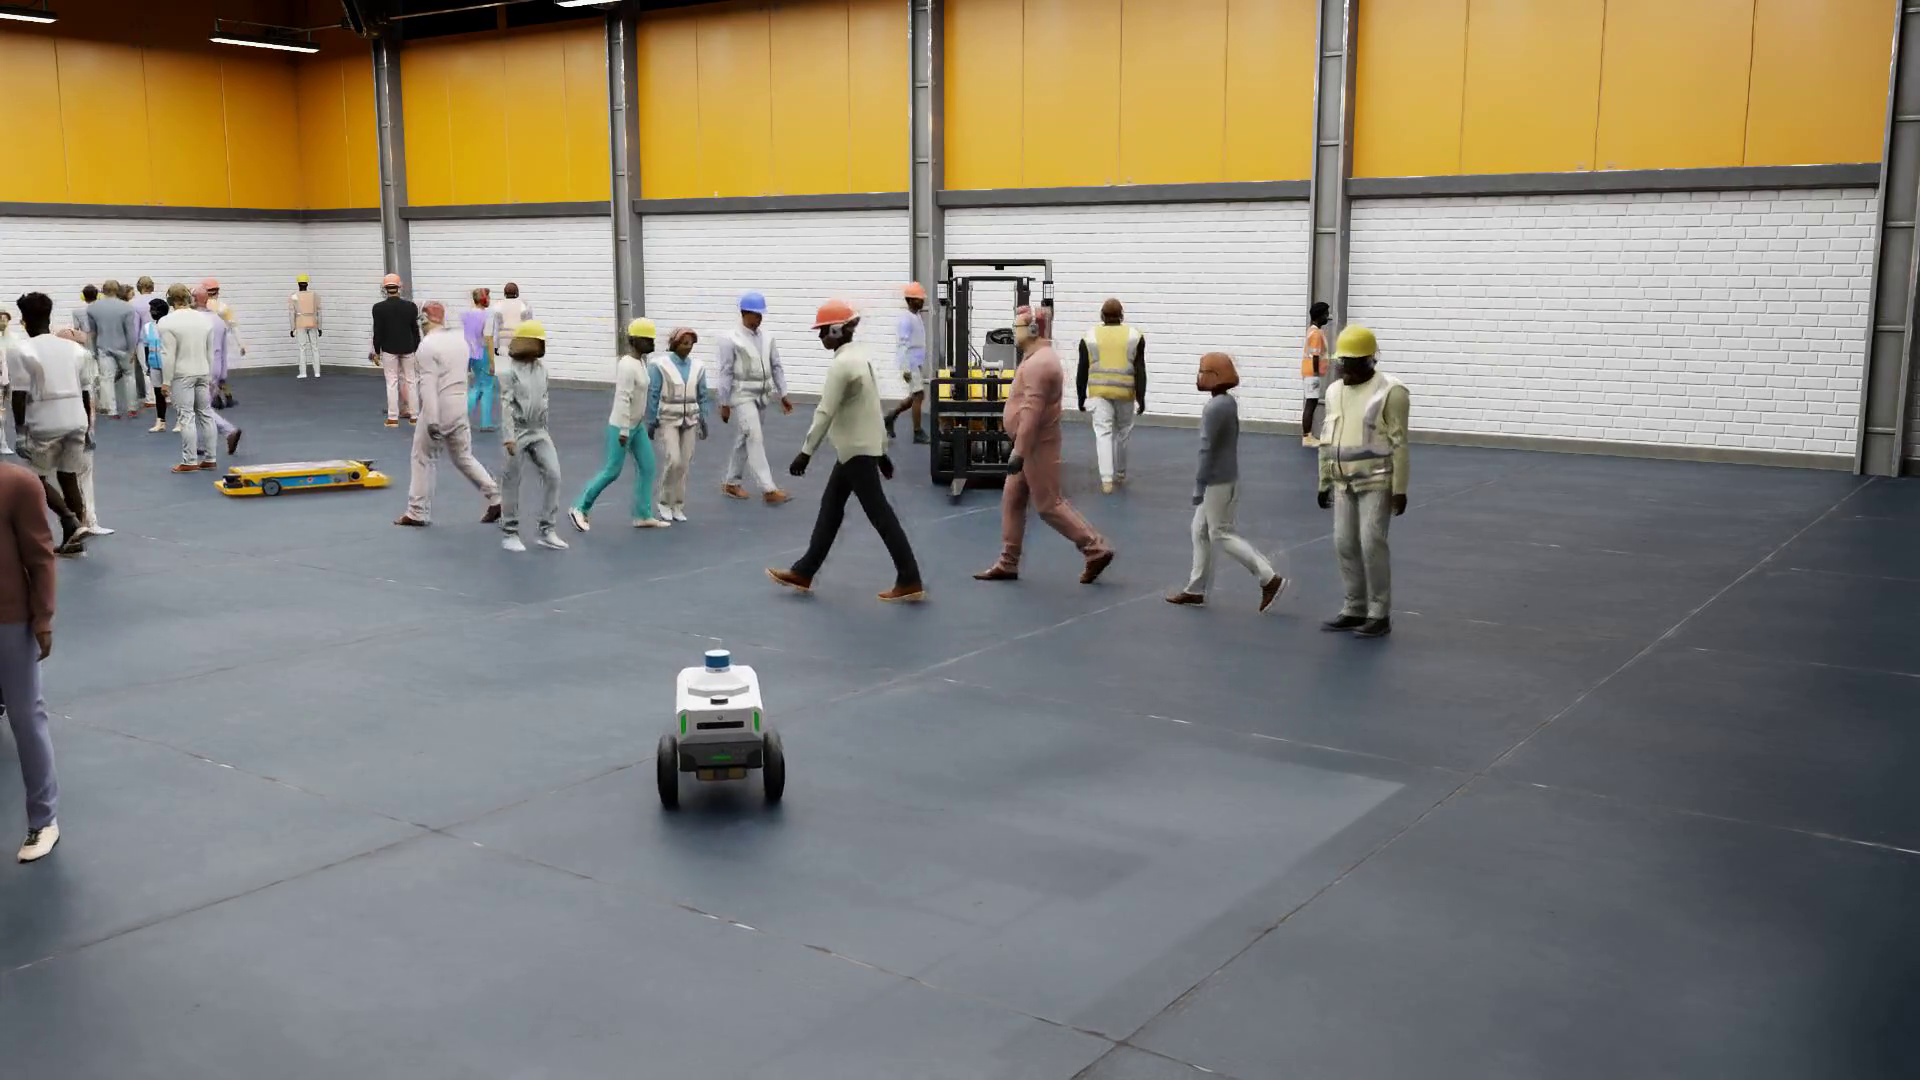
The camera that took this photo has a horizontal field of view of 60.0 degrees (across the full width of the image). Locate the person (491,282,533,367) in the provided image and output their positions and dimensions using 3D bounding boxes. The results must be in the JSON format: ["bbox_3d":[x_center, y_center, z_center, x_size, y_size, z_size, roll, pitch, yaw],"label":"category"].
[{"bbox_3d":[-6.615,-2.891,24.674,0.619,1.845,0.430,-2,10,-11],"label":"person"}]

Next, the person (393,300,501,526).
[{"bbox_3d":[-4.164,-1.036,13.623,0.871,1.853,0.653,3,10,16],"label":"person"}]

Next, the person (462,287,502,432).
[{"bbox_3d":[-6.068,-2.262,20.935,0.580,1.836,0.489,7,12,37],"label":"person"}]

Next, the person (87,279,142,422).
[{"bbox_3d":[-11.450,-2.574,22.587,0.632,1.905,0.853,-2,10,-11],"label":"person"}]

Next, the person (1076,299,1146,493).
[{"bbox_3d":[1.429,-1.374,15.773,0.651,1.790,0.952,1,10,5],"label":"person"}]

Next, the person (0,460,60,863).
[{"bbox_3d":[-3.508,0.293,5.941,0.533,1.765,0.330,0,10,1],"label":"person"}]

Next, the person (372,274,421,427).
[{"bbox_3d":[-7.356,-2.470,21.716,0.612,1.991,0.392,-7,12,-35],"label":"person"}]

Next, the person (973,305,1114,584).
[{"bbox_3d":[0.569,-0.624,11.093,0.868,1.876,0.637,0,10,-3],"label":"person"}]

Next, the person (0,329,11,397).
[{"bbox_3d":[-10.122,-1.642,17.146,0.412,1.870,0.604,6,11,32],"label":"person"}]

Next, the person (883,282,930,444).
[{"bbox_3d":[-0.616,-2.087,19.666,0.664,1.917,0.554,3,10,15],"label":"person"}]

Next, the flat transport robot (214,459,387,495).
[{"bbox_3d":[-6.225,-0.601,15.702,1.431,0.197,0.652,-6,11,-32],"label":"flat transport robot"}]

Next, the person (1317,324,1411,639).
[{"bbox_3d":[2.289,-0.334,9.571,0.438,1.809,0.624,-6,11,-31],"label":"person"}]

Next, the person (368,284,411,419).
[{"bbox_3d":[-7.832,-2.600,22.877,0.874,1.864,0.640,3,10,19],"label":"person"}]

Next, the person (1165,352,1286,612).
[{"bbox_3d":[1.651,-0.354,10.246,0.720,1.610,0.499,3,10,20],"label":"person"}]

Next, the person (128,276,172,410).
[{"bbox_3d":[-11.785,-2.864,24.221,0.366,1.938,0.631,6,11,34],"label":"person"}]

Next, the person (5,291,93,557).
[{"bbox_3d":[-6.543,-0.813,12.000,0.537,1.940,0.669,4,11,25],"label":"person"}]

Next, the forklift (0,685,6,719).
[{"bbox_3d":[-5.296,-0.090,6.943,1.214,2.155,2.313,7,12,35],"label":"forklift"}]

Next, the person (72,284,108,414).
[{"bbox_3d":[-12.086,-2.648,23.225,0.526,1.851,0.669,-5,11,-29],"label":"person"}]

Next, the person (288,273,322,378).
[{"bbox_3d":[-12.057,-3.937,30.646,0.588,1.927,0.371,-7,12,-36],"label":"person"}]

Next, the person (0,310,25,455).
[{"bbox_3d":[-10.544,-1.738,18.442,0.648,1.613,0.547,6,11,32],"label":"person"}]

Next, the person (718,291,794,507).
[{"bbox_3d":[-1.830,-1.258,14.812,0.980,1.894,0.600,7,12,35],"label":"person"}]

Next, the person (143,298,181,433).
[{"bbox_3d":[-9.987,-2.183,20.883,0.537,1.697,0.320,1,10,8],"label":"person"}]

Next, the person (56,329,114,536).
[{"bbox_3d":[-6.951,-0.840,13.084,0.517,1.631,0.335,9,13,42],"label":"person"}]

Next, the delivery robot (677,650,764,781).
[{"bbox_3d":[-0.993,0.697,6.850,0.477,0.478,0.707,-2,10,-9],"label":"delivery robot"}]

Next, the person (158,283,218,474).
[{"bbox_3d":[-7.857,-1.636,16.923,0.374,1.936,0.627,4,11,25],"label":"person"}]

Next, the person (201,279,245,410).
[{"bbox_3d":[-10.861,-2.853,24.294,0.666,1.886,0.810,1,10,3],"label":"person"}]

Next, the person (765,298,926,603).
[{"bbox_3d":[-0.707,-0.557,10.545,1.089,1.926,0.610,1,10,5],"label":"person"}]

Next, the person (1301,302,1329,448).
[{"bbox_3d":[4.125,-1.919,19.331,0.319,1.693,0.536,2,10,9],"label":"person"}]

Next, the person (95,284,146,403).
[{"bbox_3d":[-12.661,-2.956,25.155,0.836,1.820,0.527,-6,11,-33],"label":"person"}]

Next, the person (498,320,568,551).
[{"bbox_3d":[-3.194,-0.759,12.331,0.626,1.719,0.552,7,12,36],"label":"person"}]

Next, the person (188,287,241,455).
[{"bbox_3d":[-8.300,-1.845,18.325,0.750,1.882,0.652,2,10,9],"label":"person"}]

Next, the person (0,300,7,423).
[{"bbox_3d":[-12.996,-2.559,22.083,0.365,2.048,0.607,6,11,33],"label":"person"}]

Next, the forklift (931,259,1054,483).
[{"bbox_3d":[0.370,-1.738,16.759,1.214,2.155,2.313,1,10,3],"label":"forklift"}]

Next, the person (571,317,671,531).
[{"bbox_3d":[-2.771,-0.929,13.358,0.758,1.717,0.549,1,10,6],"label":"person"}]

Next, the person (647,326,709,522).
[{"bbox_3d":[-2.318,-0.951,13.746,0.531,1.617,0.405,-8,12,-39],"label":"person"}]
